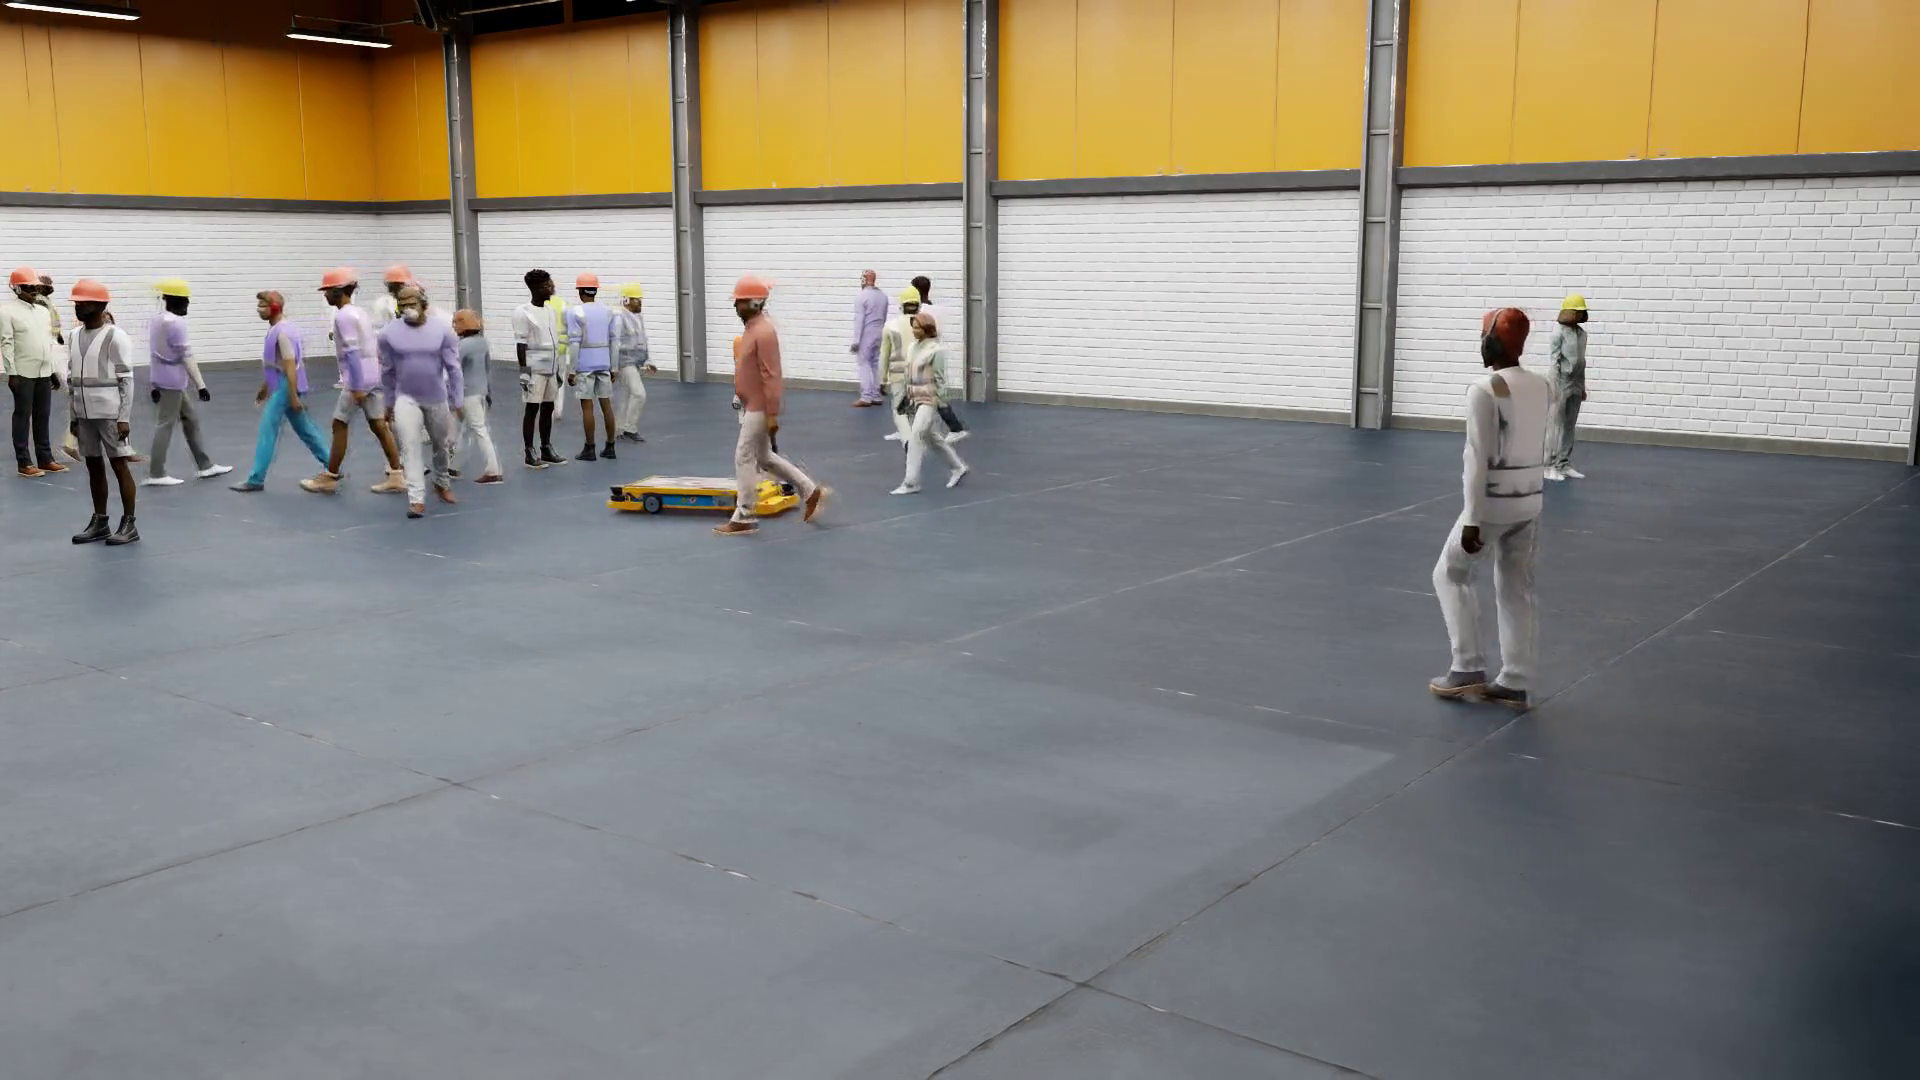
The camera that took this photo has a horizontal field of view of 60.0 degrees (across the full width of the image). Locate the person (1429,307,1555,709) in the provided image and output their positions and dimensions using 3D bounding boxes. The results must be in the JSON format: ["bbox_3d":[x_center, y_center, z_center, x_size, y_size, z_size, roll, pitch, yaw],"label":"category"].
[{"bbox_3d":[2.467,-0.148,7.784,0.597,1.861,0.594,-7,12,-33],"label":"person"}]

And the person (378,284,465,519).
[{"bbox_3d":[-4.397,-1.156,13.649,0.648,1.893,1.053,-2,10,-14],"label":"person"}]

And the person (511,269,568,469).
[{"bbox_3d":[-4.162,-1.698,16.499,0.361,1.965,0.614,4,11,23],"label":"person"}]

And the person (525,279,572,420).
[{"bbox_3d":[-5.193,-2.384,20.908,0.655,1.820,0.652,-4,11,-24],"label":"person"}]

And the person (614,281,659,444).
[{"bbox_3d":[-3.628,-1.966,18.508,0.538,1.808,0.613,2,10,11],"label":"person"}]

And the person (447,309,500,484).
[{"bbox_3d":[-4.600,-1.318,15.335,0.801,1.592,0.523,3,10,15],"label":"person"}]

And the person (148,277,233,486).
[{"bbox_3d":[-7.113,-1.454,15.297,0.893,1.889,0.591,-8,12,-38],"label":"person"}]

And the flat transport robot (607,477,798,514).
[{"bbox_3d":[-2.122,-0.377,13.746,1.431,0.197,0.652,2,10,12],"label":"flat transport robot"}]

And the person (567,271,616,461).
[{"bbox_3d":[-3.794,-1.782,17.080,0.551,1.935,0.375,-9,13,-43],"label":"person"}]

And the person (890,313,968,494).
[{"bbox_3d":[-0.258,-1.223,14.809,0.822,1.606,0.497,-6,11,-30],"label":"person"}]

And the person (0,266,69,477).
[{"bbox_3d":[-8.859,-1.604,15.874,0.377,1.995,0.608,2,10,12],"label":"person"}]

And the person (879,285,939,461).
[{"bbox_3d":[-0.496,-1.620,16.526,0.599,1.808,0.775,-2,10,-13],"label":"person"}]

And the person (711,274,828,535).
[{"bbox_3d":[-1.447,-1.026,12.628,0.869,1.969,0.629,-3,10,-17],"label":"person"}]

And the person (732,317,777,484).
[{"bbox_3d":[-1.870,-1.330,15.137,0.319,1.698,0.538,7,12,34],"label":"person"}]

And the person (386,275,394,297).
[{"bbox_3d":[-8.025,-2.889,23.790,0.326,1.843,0.517,2,10,12],"label":"person"}]

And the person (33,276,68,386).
[{"bbox_3d":[-13.402,-2.980,24.481,0.964,1.792,0.621,-6,11,-30],"label":"person"}]

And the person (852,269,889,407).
[{"bbox_3d":[-1.275,-2.805,23.125,0.405,1.907,0.651,7,12,35],"label":"person"}]

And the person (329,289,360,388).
[{"bbox_3d":[-9.731,-3.339,26.297,0.344,1.883,0.584,5,11,28],"label":"person"}]

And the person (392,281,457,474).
[{"bbox_3d":[-5.205,-1.579,16.154,0.647,1.852,0.990,1,10,4],"label":"person"}]

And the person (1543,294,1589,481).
[{"bbox_3d":[5.714,-1.431,15.602,0.487,1.744,0.297,-7,12,-35],"label":"person"}]

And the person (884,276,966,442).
[{"bbox_3d":[-0.367,-2.026,18.688,0.976,1.880,0.605,2,10,14],"label":"person"}]

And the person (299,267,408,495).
[{"bbox_3d":[-5.352,-1.376,14.548,0.999,1.988,0.618,0,10,-2],"label":"person"}]

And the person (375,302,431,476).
[{"bbox_3d":[-5.178,-1.400,15.519,0.910,1.695,0.580,8,12,38],"label":"person"}]

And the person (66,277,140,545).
[{"bbox_3d":[-6.264,-0.929,12.100,0.545,1.942,0.354,3,10,17],"label":"person"}]

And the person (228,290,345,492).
[{"bbox_3d":[-6.068,-1.343,14.954,0.981,1.798,0.586,-4,11,-24],"label":"person"}]

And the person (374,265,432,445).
[{"bbox_3d":[-6.180,-2.055,18.530,1.040,1.986,0.629,5,11,25],"label":"person"}]

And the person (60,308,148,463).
[{"bbox_3d":[-8.731,-1.556,16.797,0.809,1.587,0.517,-1,10,-7],"label":"person"}]
